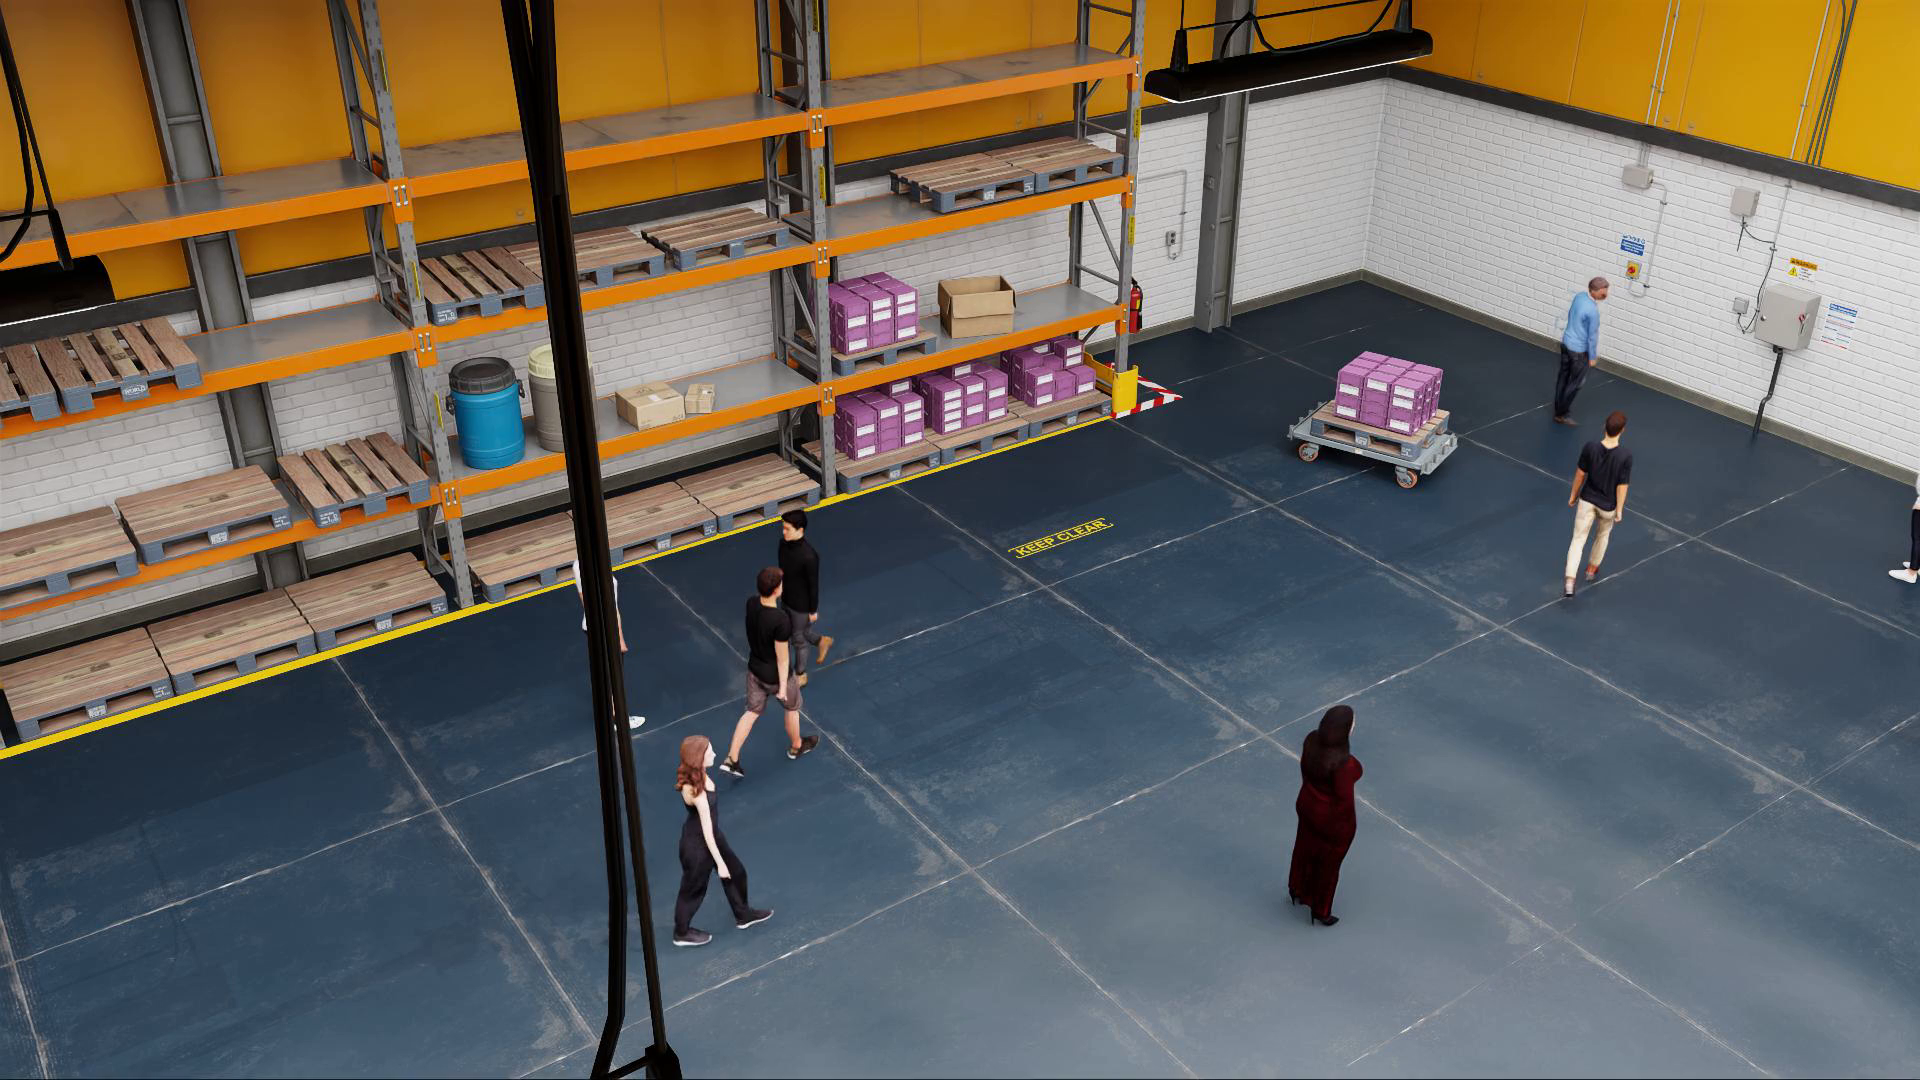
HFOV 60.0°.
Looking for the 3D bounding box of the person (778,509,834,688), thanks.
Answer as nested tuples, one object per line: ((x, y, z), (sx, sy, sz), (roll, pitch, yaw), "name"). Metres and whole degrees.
((-1.328, 0.479, 14.190), (0.820, 1.712, 0.635), (-18, 33, -29), "person")

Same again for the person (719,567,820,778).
((-1.571, 1.055, 13.006), (0.874, 1.833, 1.250), (21, 35, 33), "person")

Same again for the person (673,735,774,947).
((-1.850, 2.063, 11.277), (1.045, 1.720, 0.880), (-4, 29, -8), "person")

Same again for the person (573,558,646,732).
((-2.933, 0.715, 13.611), (0.577, 1.851, 0.678), (-21, 35, -34), "person")

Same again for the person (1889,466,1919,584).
((9.249, -0.398, 15.810), (0.474, 1.700, 0.675), (-19, 34, -31), "person")

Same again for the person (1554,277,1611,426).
((7.071, -2.252, 19.126), (0.805, 1.778, 0.876), (-12, 31, -21), "person")

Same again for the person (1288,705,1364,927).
((2.527, 1.898, 11.546), (0.651, 1.752, 0.699), (-13, 31, -22), "person")

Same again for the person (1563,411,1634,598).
((5.919, -0.296, 15.495), (0.988, 1.822, 1.242), (15, 32, 25), "person")
